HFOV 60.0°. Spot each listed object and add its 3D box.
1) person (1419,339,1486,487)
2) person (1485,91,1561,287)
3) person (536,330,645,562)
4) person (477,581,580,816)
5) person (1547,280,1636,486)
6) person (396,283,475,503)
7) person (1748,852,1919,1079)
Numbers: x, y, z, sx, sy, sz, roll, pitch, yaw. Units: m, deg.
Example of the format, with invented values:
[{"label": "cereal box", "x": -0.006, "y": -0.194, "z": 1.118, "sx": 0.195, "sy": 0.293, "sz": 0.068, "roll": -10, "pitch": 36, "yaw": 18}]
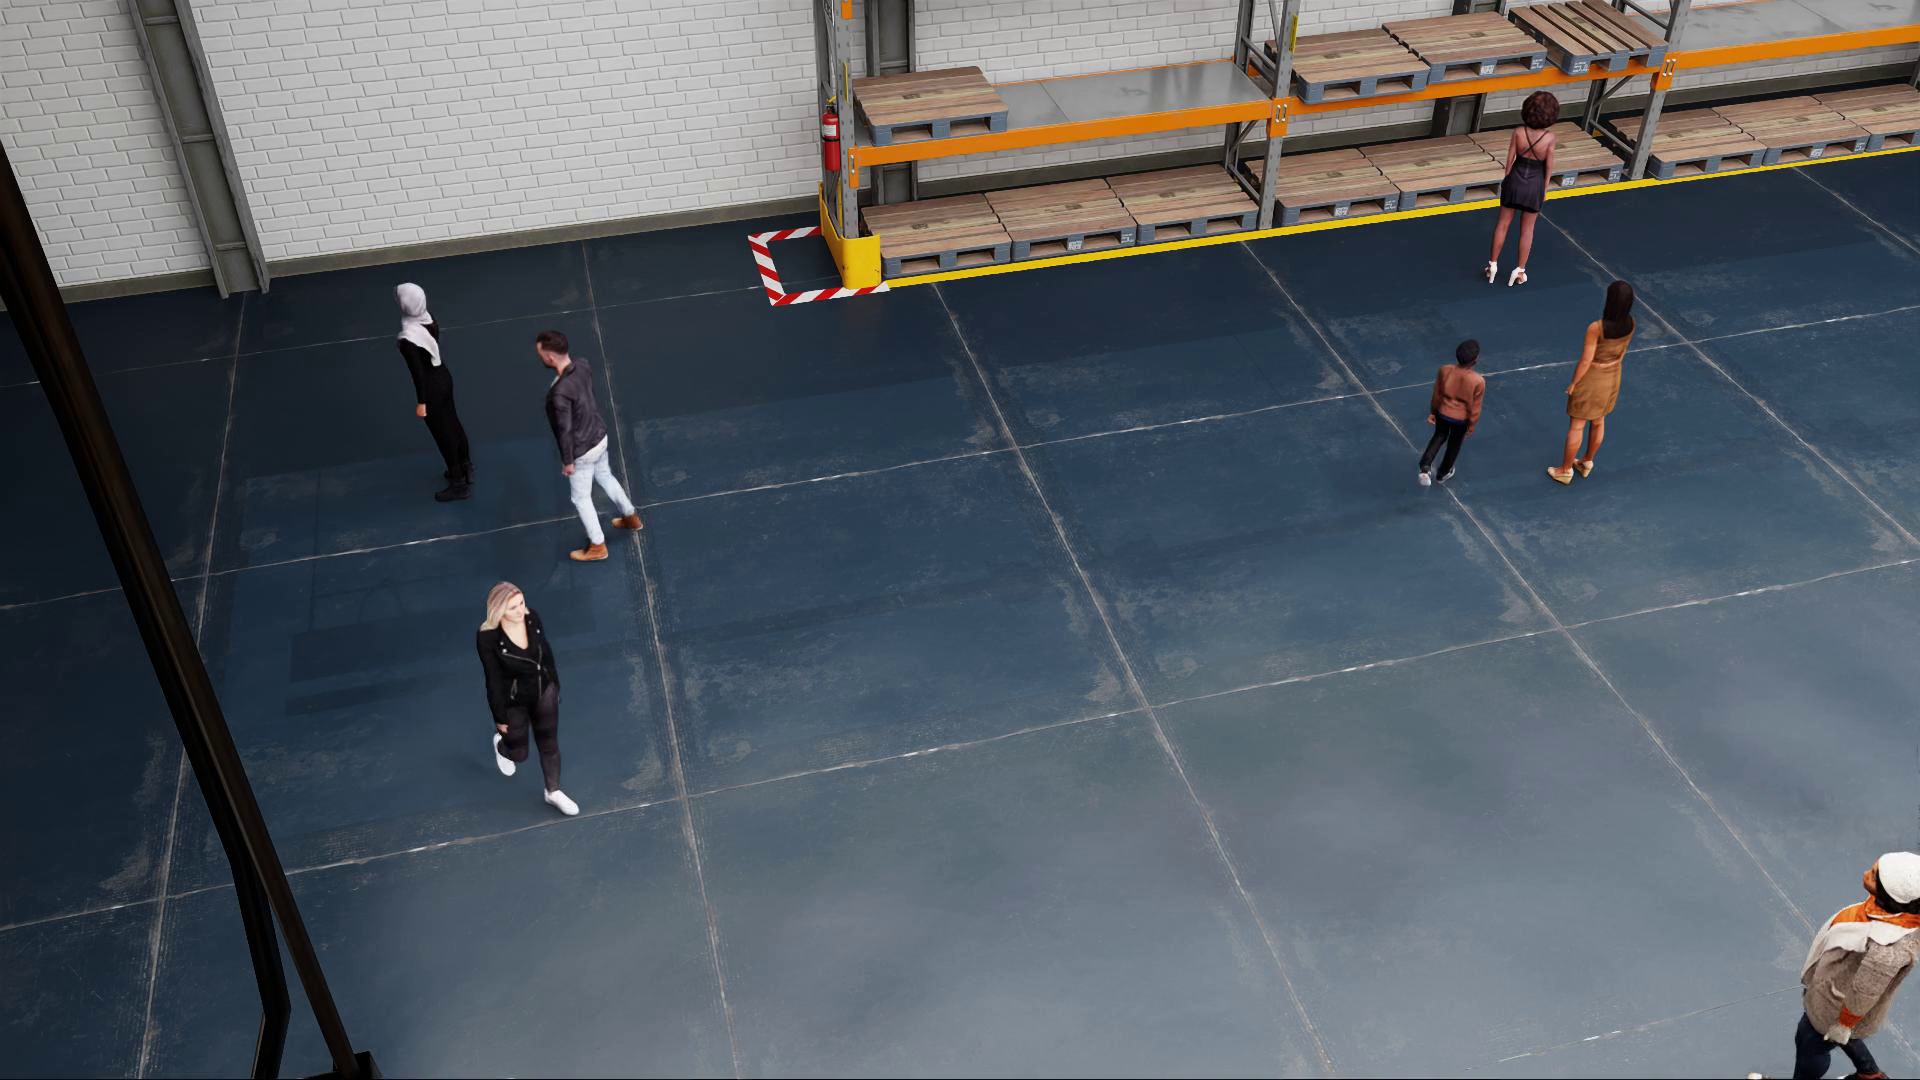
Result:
[{"label": "person", "x": 3.608, "y": -0.898, "z": 12.242, "sx": 0.744, "sy": 1.243, "sz": 0.827, "roll": 26, "pitch": 45, "yaw": 28}, {"label": "person", "x": 4.910, "y": -3.046, "z": 14.494, "sx": 0.642, "sy": 1.790, "sz": 0.707, "roll": 18, "pitch": 42, "yaw": 21}, {"label": "person", "x": -2.590, "y": -0.661, "z": 11.484, "sx": 0.869, "sy": 1.819, "sz": 0.881, "roll": 7, "pitch": 39, "yaw": 9}, {"label": "person", "x": -2.578, "y": 0.896, "z": 9.650, "sx": 0.947, "sy": 1.675, "sz": 0.953, "roll": 30, "pitch": 48, "yaw": 32}, {"label": "person", "x": 4.665, "y": -1.152, "z": 12.202, "sx": 0.496, "sy": 1.690, "sz": 0.652, "roll": -16, "pitch": 41, "yaw": -19}, {"label": "person", "x": -3.791, "y": -1.070, "z": 12.027, "sx": 0.648, "sy": 1.779, "sz": 0.667, "roll": 3, "pitch": 39, "yaw": 4}, {"label": "person", "x": 4.371, "y": 2.146, "z": 7.925, "sx": 1.001, "sy": 1.874, "sz": 0.946, "roll": 23, "pitch": 44, "yaw": 26}]
